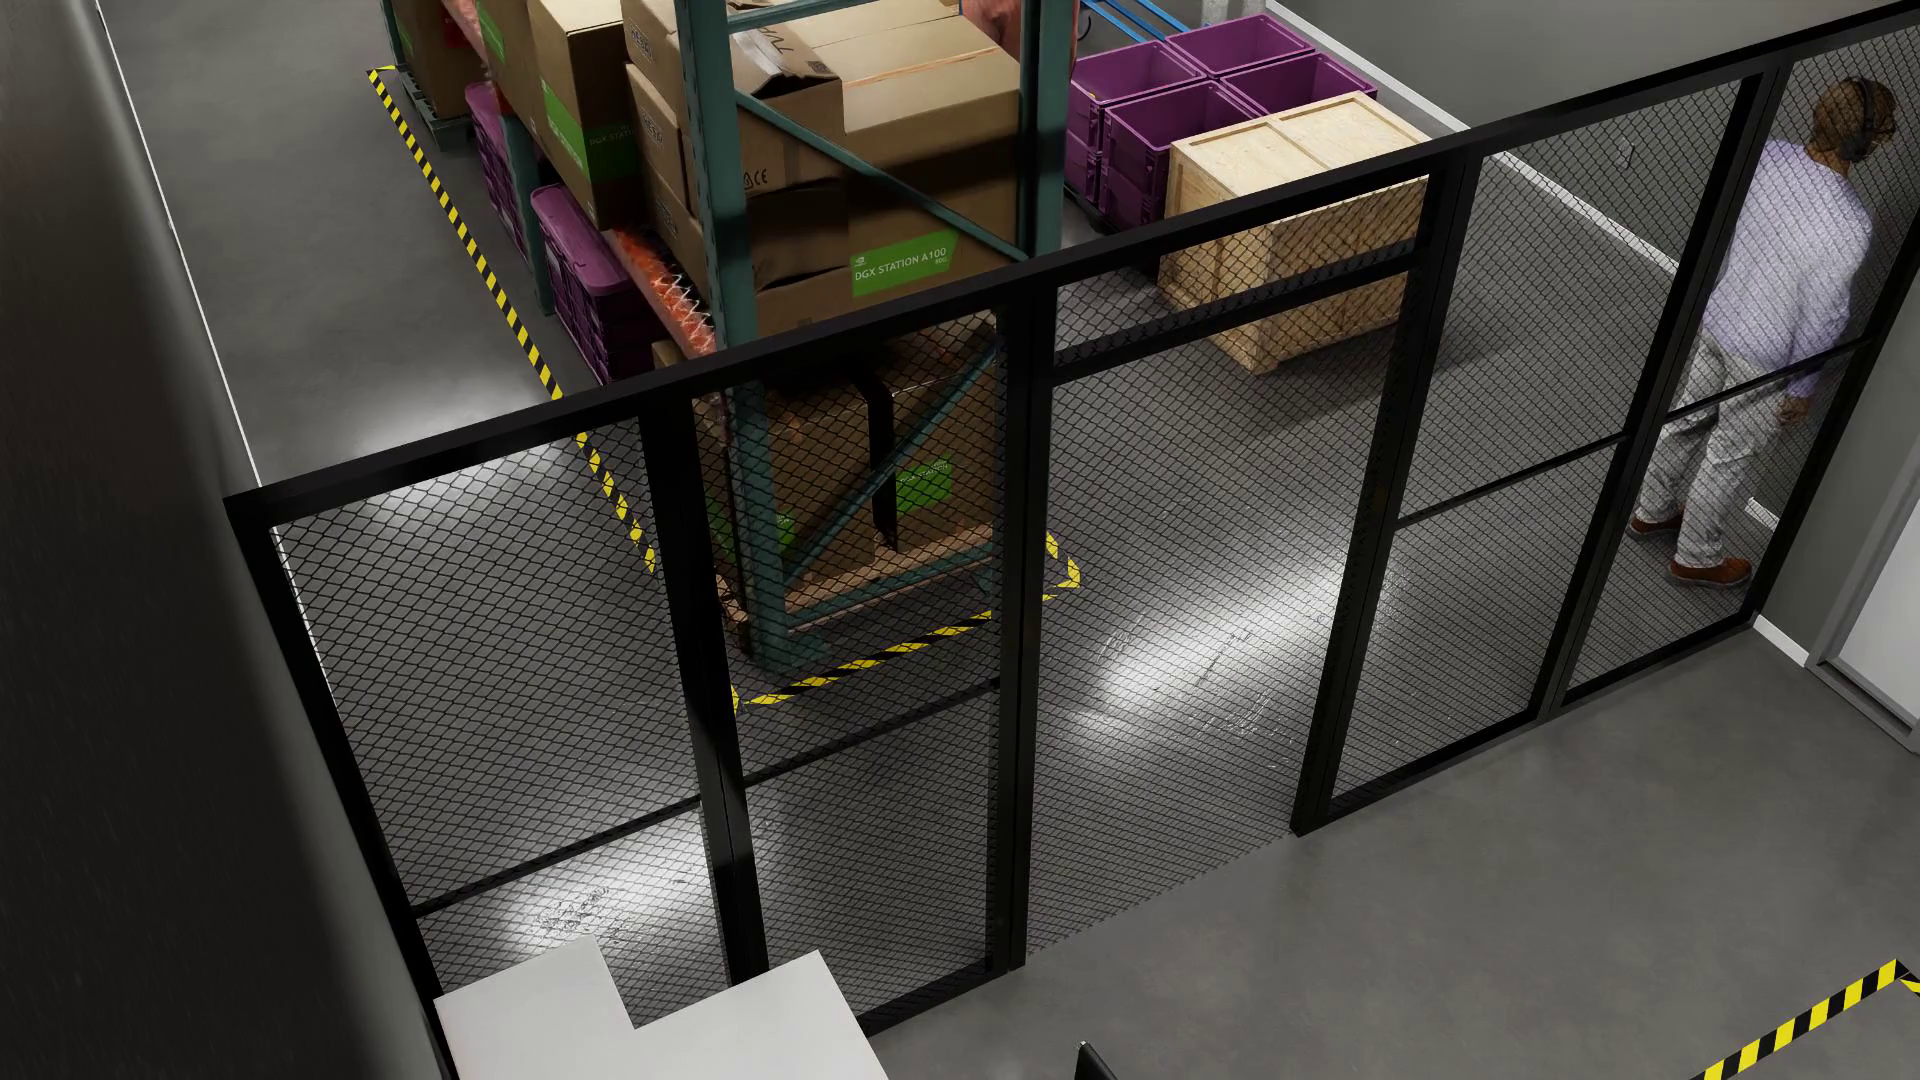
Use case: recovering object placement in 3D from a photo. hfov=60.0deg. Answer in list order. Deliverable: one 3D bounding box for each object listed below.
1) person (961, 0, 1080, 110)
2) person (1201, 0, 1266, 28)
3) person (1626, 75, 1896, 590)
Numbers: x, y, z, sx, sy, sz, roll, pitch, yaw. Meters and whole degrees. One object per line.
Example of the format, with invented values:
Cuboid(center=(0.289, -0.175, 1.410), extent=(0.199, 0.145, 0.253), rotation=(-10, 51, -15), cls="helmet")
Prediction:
Cuboid(center=(0.226, -1.814, 6.888), extent=(0.621, 1.994, 0.381), rotation=(-32, 51, -30), cls="person")
Cuboid(center=(1.433, -3.277, 8.608), extent=(0.602, 1.830, 0.404), rotation=(-17, 45, -18), cls="person")
Cuboid(center=(2.726, -0.676, 5.684), extent=(0.372, 1.941, 0.627), rotation=(-8, 43, -8), cls="person")
